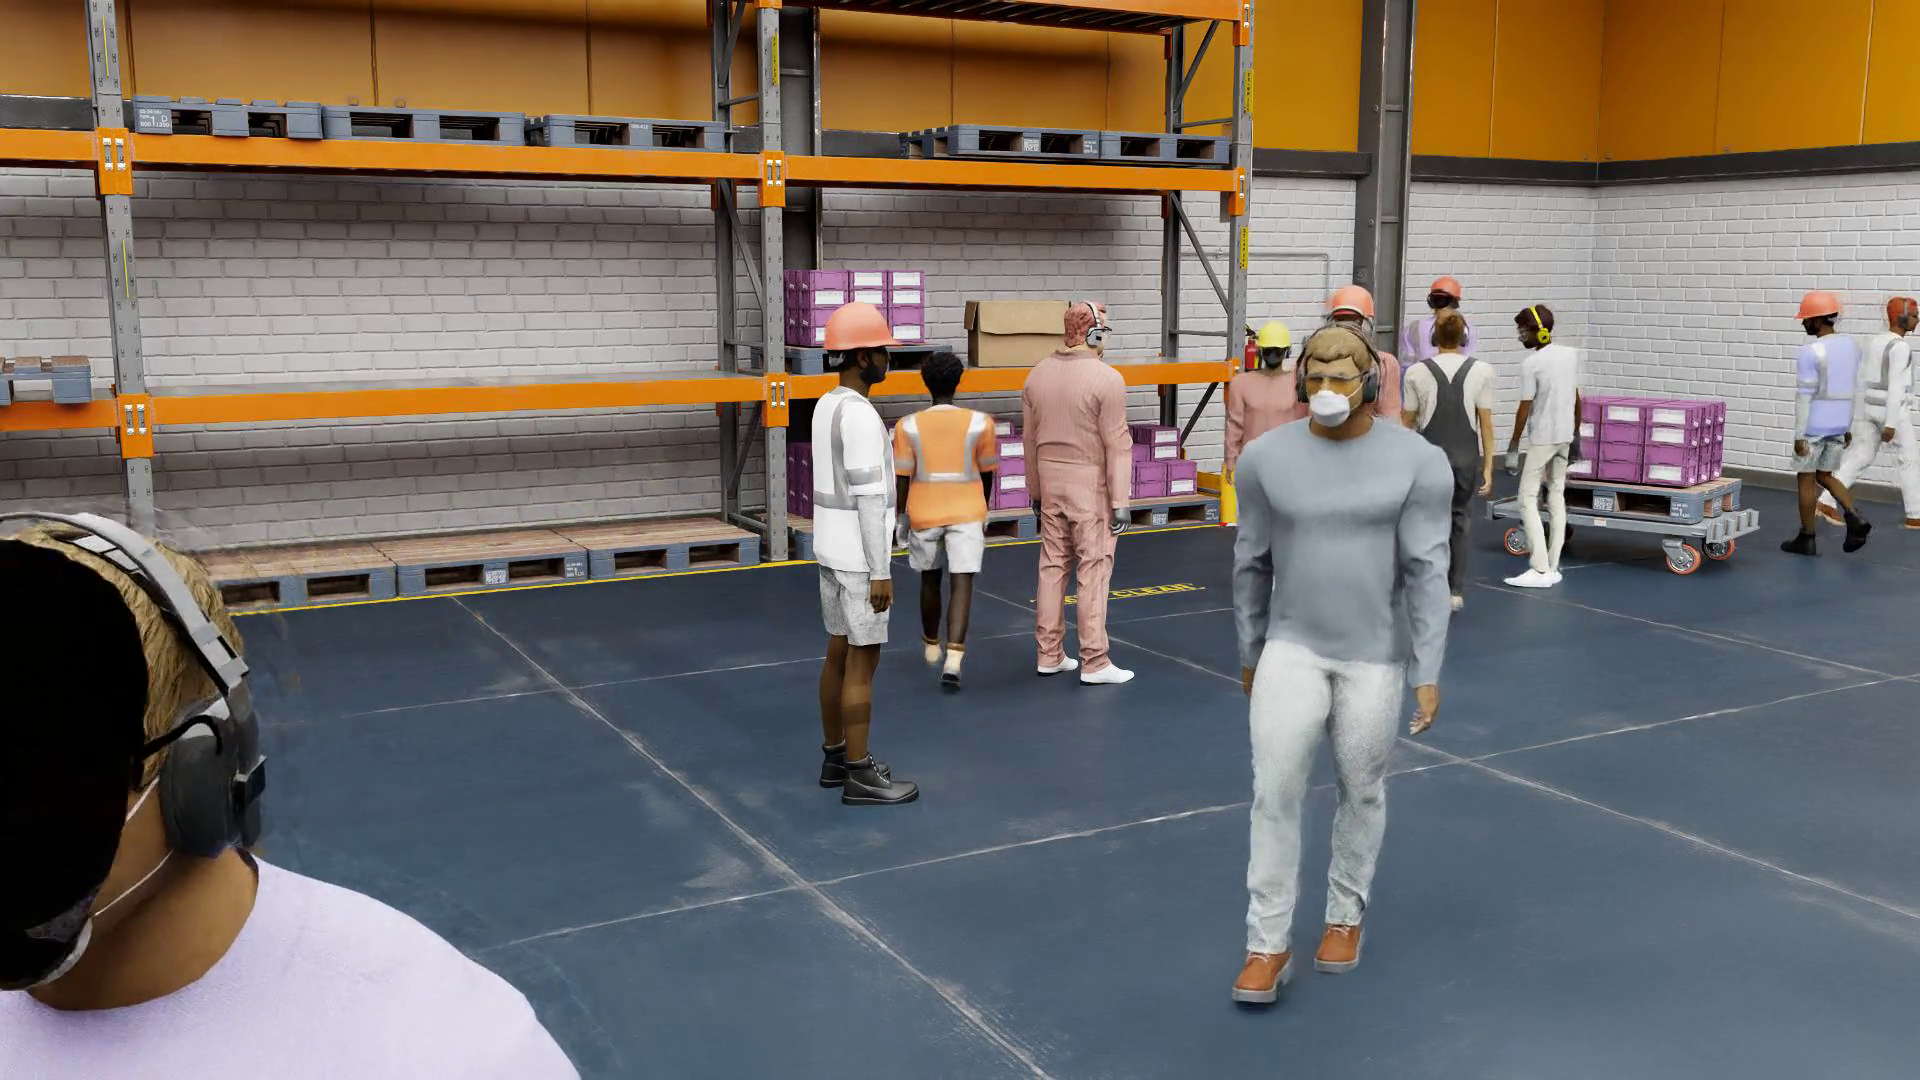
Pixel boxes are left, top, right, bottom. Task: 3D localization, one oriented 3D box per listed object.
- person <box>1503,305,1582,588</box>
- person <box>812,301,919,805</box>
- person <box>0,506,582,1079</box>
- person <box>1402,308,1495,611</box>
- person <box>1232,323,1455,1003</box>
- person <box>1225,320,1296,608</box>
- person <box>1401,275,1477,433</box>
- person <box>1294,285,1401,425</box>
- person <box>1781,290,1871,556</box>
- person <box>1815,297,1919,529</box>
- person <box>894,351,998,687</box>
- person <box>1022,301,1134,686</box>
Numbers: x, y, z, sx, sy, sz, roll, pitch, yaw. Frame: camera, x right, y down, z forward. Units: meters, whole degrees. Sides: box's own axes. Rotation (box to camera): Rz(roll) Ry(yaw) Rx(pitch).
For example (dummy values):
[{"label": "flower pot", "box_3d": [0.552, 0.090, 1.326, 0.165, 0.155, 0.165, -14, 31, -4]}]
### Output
[{"label": "person", "box_3d": [3.802, -0.599, 10.784, 0.653, 1.834, 0.350, -5, 10, -27]}, {"label": "person", "box_3d": [-0.387, 0.054, 6.450, 0.350, 1.942, 0.545, -4, 10, -23]}, {"label": "person", "box_3d": [-0.562, 0.918, 1.238, 0.642, 1.923, 0.457, 3, 10, 19]}, {"label": "person", "box_3d": [2.861, -0.446, 9.833, 0.521, 1.820, 0.757, 2, 10, 12]}, {"label": "person", "box_3d": [1.042, 0.362, 4.682, 0.634, 1.913, 0.809, 3, 10, 19]}, {"label": "person", "box_3d": [1.913, -0.486, 10.295, 0.537, 1.751, 0.564, 2, 10, 12]}, {"label": "person", "box_3d": [3.885, -1.150, 13.594, 0.607, 2.014, 0.801, 5, 11, 30]}, {"label": "person", "box_3d": [2.119, -0.399, 9.106, 0.613, 1.971, 0.450, 4, 10, 25]}, {"label": "person", "box_3d": [6.146, -0.808, 11.784, 0.572, 1.913, 0.584, -3, 10, -18]}, {"label": "person", "box_3d": [7.311, -1.001, 13.171, 0.957, 1.851, 0.574, 1, 9, 5]}, {"label": "person", "box_3d": [-0.080, -0.116, 8.337, 0.518, 1.658, 0.814, 1, 9, 6]}, {"label": "person", "box_3d": [0.615, -0.234, 8.313, 0.403, 1.906, 0.652, -9, 13, -43]}]
